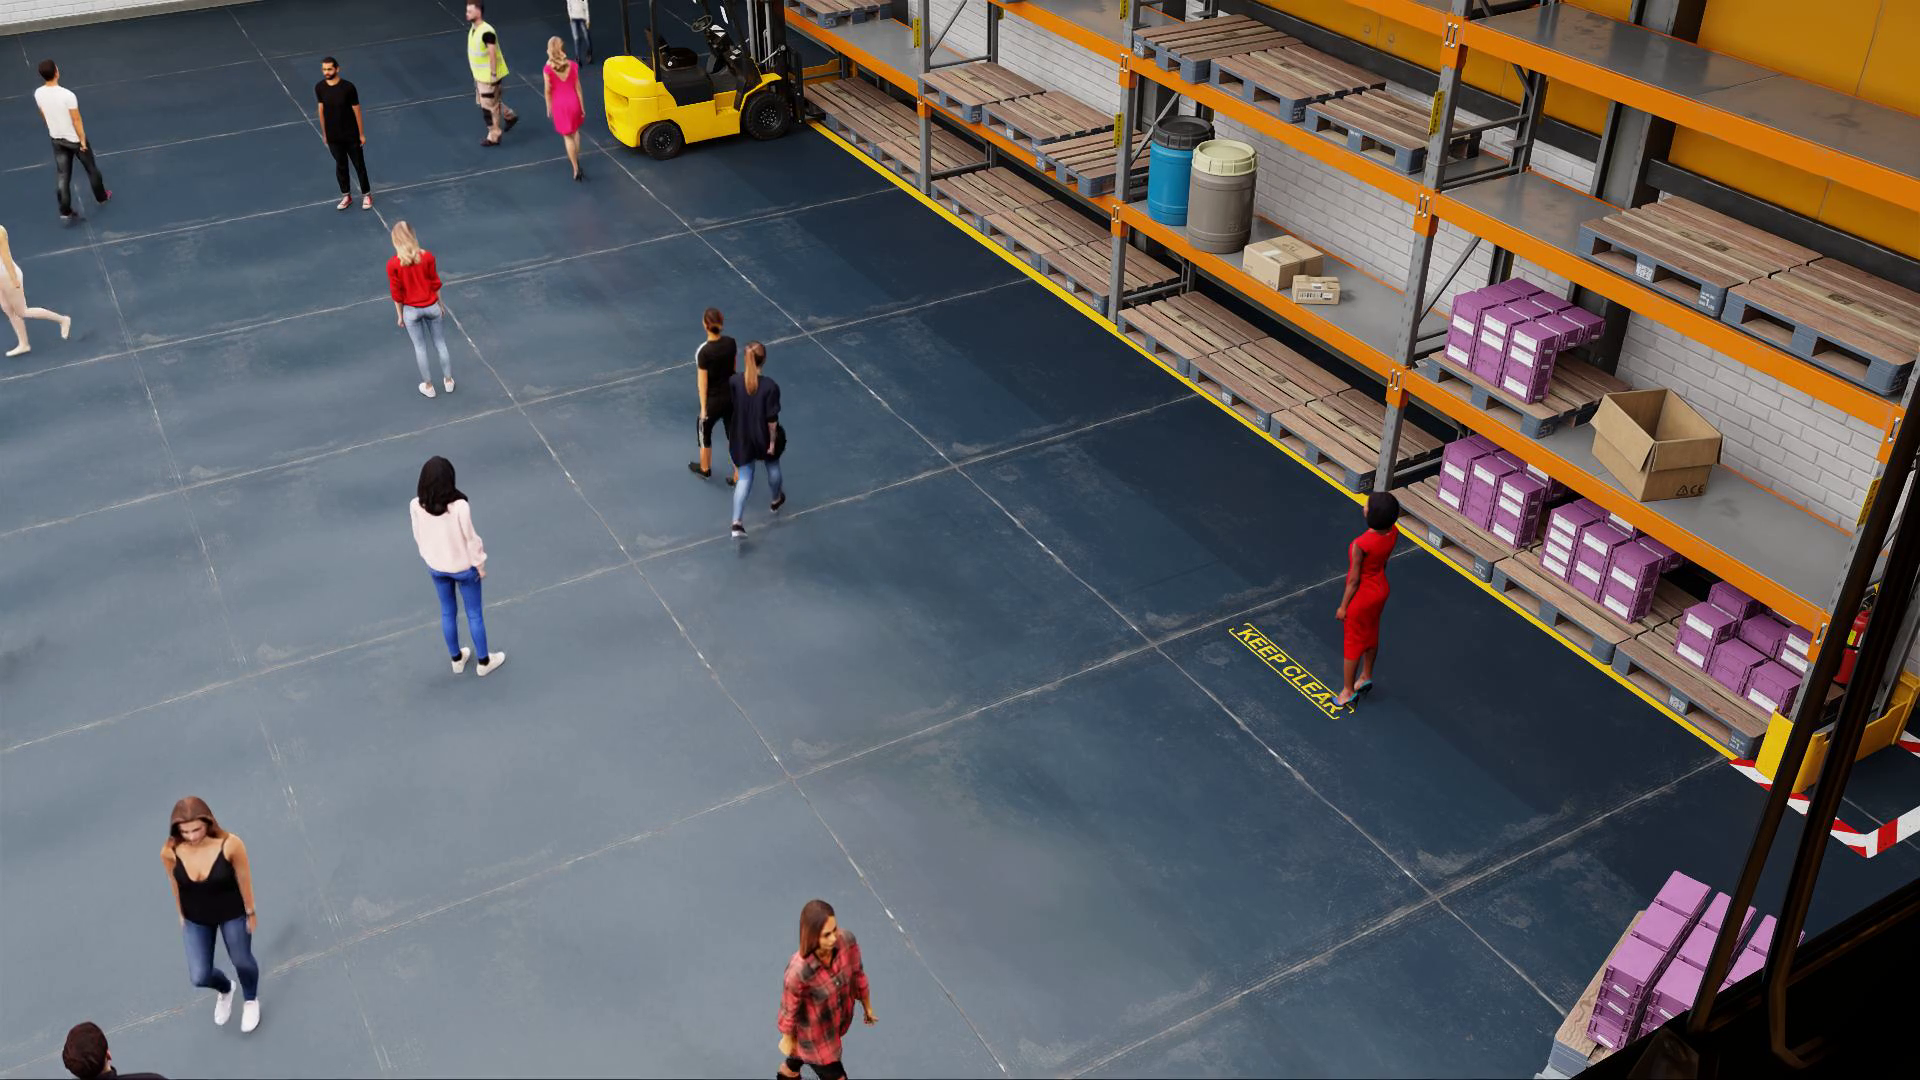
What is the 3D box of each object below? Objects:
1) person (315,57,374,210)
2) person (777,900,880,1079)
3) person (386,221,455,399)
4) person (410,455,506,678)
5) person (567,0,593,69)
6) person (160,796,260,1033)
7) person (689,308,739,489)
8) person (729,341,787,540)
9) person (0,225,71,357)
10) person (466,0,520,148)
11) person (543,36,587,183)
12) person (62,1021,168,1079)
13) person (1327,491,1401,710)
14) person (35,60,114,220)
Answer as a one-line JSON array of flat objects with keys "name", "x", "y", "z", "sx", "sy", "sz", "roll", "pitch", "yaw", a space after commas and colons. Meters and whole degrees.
[{"name": "person", "x": -7.102, "y": -4.692, "z": 19.157, "sx": 0.722, "sy": 1.758, "sz": 0.733, "roll": -1, "pitch": 34, "yaw": -1}, {"name": "person", "x": -0.754, "y": 2.435, "z": 8.523, "sx": 1.175, "sy": 1.661, "sz": 0.890, "roll": 24, "pitch": 41, "yaw": 32}, {"name": "person", "x": -4.972, "y": -2.121, "z": 15.336, "sx": 0.608, "sy": 1.707, "sz": 0.494, "roll": -18, "pitch": 37, "yaw": -24}, {"name": "person", "x": -3.599, "y": 0.195, "z": 11.796, "sx": 0.722, "sy": 1.768, "sz": 0.772, "roll": 7, "pitch": 34, "yaw": 11}, {"name": "person", "x": -5.382, "y": -7.398, "z": 23.656, "sx": 0.785, "sy": 1.284, "sz": 0.956, "roll": 2, "pitch": 34, "yaw": 2}, {"name": "person", "x": -4.067, "y": 1.992, "z": 9.154, "sx": 0.682, "sy": 1.700, "sz": 0.697, "roll": -5, "pitch": 34, "yaw": -7}, {"name": "person", "x": -1.951, "y": -1.133, "z": 13.902, "sx": 0.723, "sy": 1.647, "sz": 0.926, "roll": -27, "pitch": 42, "yaw": -35}, {"name": "person", "x": -1.680, "y": -0.770, "z": 13.353, "sx": 1.087, "sy": 1.651, "sz": 1.155, "roll": 7, "pitch": 34, "yaw": 11}, {"name": "person", "x": -9.133, "y": -2.577, "z": 16.090, "sx": 0.854, "sy": 1.631, "sz": 0.756, "roll": 29, "pitch": 43, "yaw": 36}, {"name": "person", "x": -5.888, "y": -5.884, "z": 20.885, "sx": 0.773, "sy": 1.831, "sz": 0.798, "roll": -20, "pitch": 38, "yaw": -27}, {"name": "person", "x": -4.670, "y": -5.108, "z": 19.826, "sx": 0.612, "sy": 1.711, "sz": 0.696, "roll": -15, "pitch": 36, "yaw": -21}, {"name": "person", "x": -3.750, "y": 2.901, "z": 7.595, "sx": 0.693, "sy": 1.912, "sz": 0.583, "roll": -16, "pitch": 37, "yaw": -22}, {"name": "person", "x": 2.803, "y": 0.416, "z": 11.485, "sx": 0.605, "sy": 1.744, "sz": 0.556, "roll": -26, "pitch": 42, "yaw": -34}, {"name": "person", "x": -10.184, "y": -4.507, "z": 18.869, "sx": 1.000, "sy": 1.768, "sz": 1.227, "roll": 0, "pitch": 34, "yaw": -1}]
